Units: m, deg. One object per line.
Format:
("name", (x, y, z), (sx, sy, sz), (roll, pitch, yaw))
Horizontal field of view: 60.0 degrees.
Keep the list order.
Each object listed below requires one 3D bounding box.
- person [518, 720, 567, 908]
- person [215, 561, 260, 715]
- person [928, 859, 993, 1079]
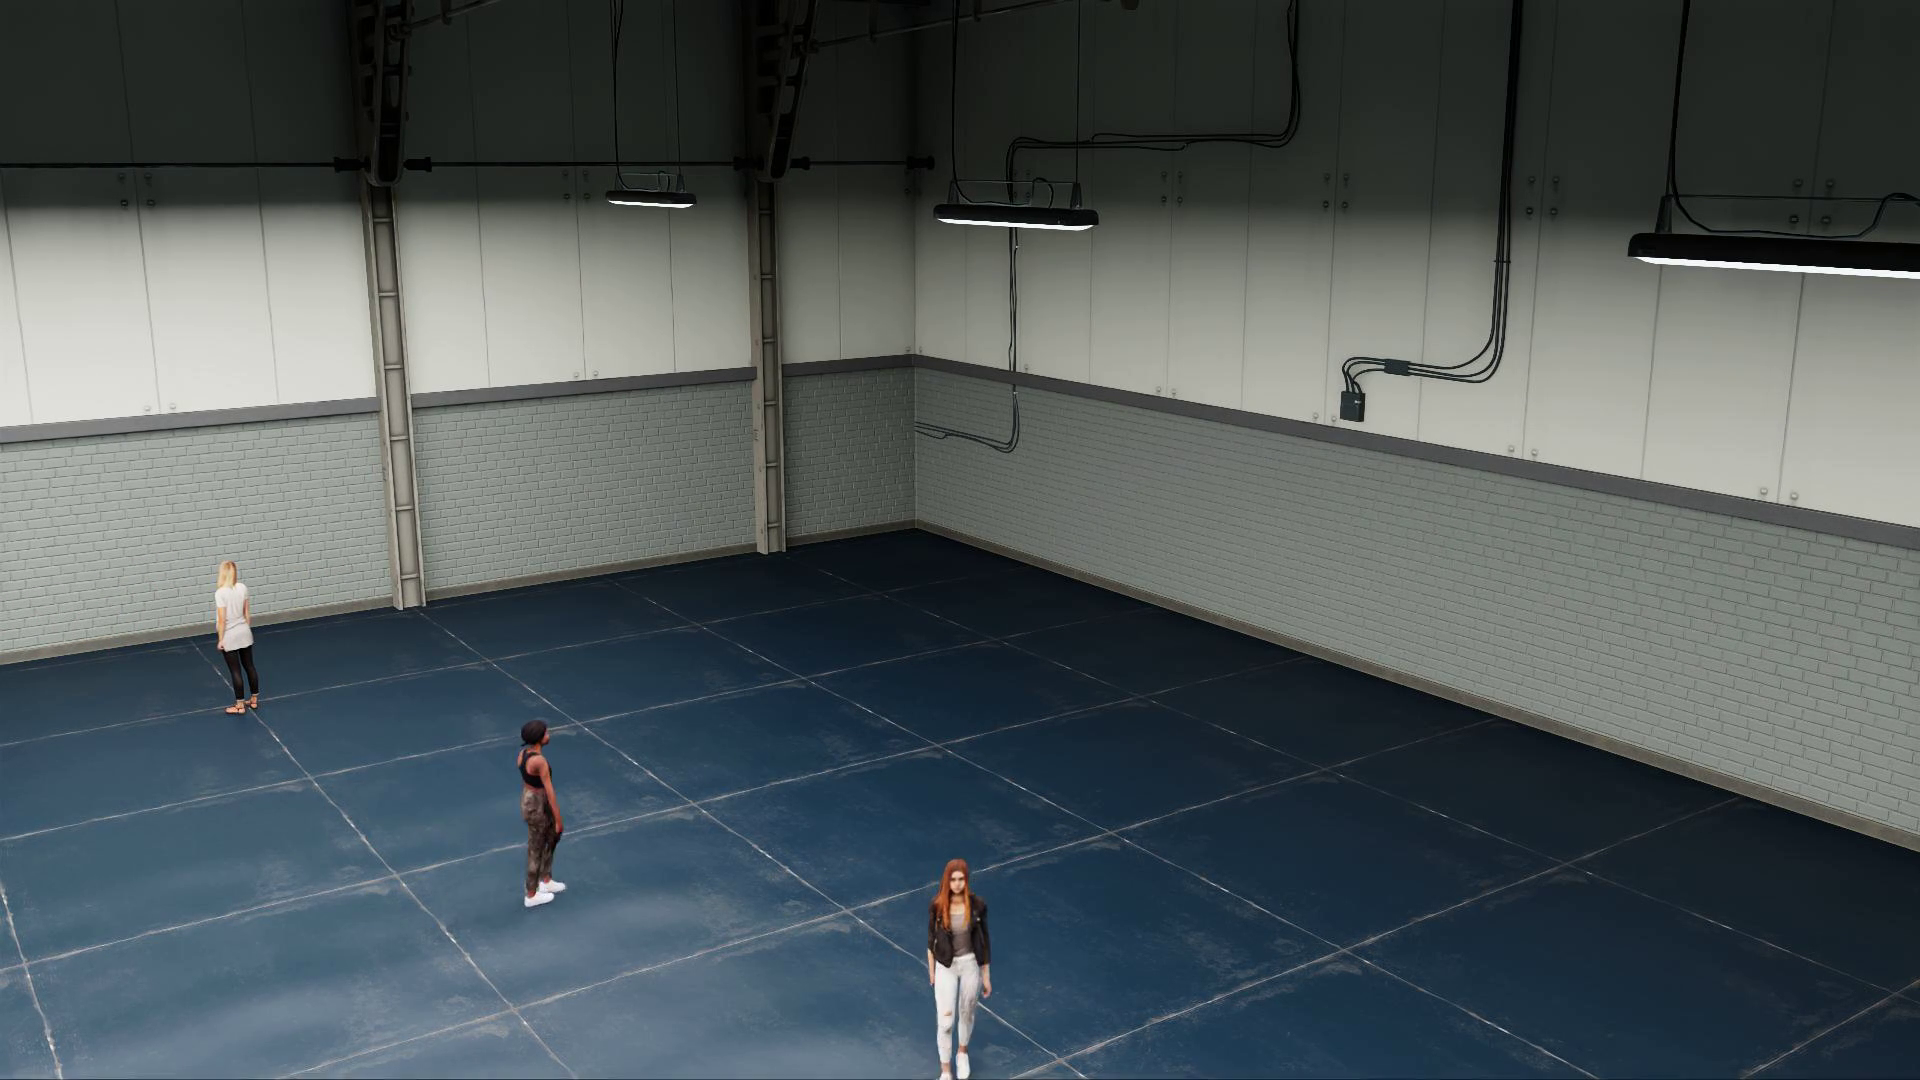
("person", (-3.744, 2.388, 14.419), (0.623, 1.689, 0.604), (-10, 16, -36))
("person", (-8.502, 1.133, 19.536), (0.741, 1.826, 0.619), (7, 15, 27))
("person", (-0.005, 3.009, 11.749), (0.874, 1.684, 0.893), (-1, 13, -3))
